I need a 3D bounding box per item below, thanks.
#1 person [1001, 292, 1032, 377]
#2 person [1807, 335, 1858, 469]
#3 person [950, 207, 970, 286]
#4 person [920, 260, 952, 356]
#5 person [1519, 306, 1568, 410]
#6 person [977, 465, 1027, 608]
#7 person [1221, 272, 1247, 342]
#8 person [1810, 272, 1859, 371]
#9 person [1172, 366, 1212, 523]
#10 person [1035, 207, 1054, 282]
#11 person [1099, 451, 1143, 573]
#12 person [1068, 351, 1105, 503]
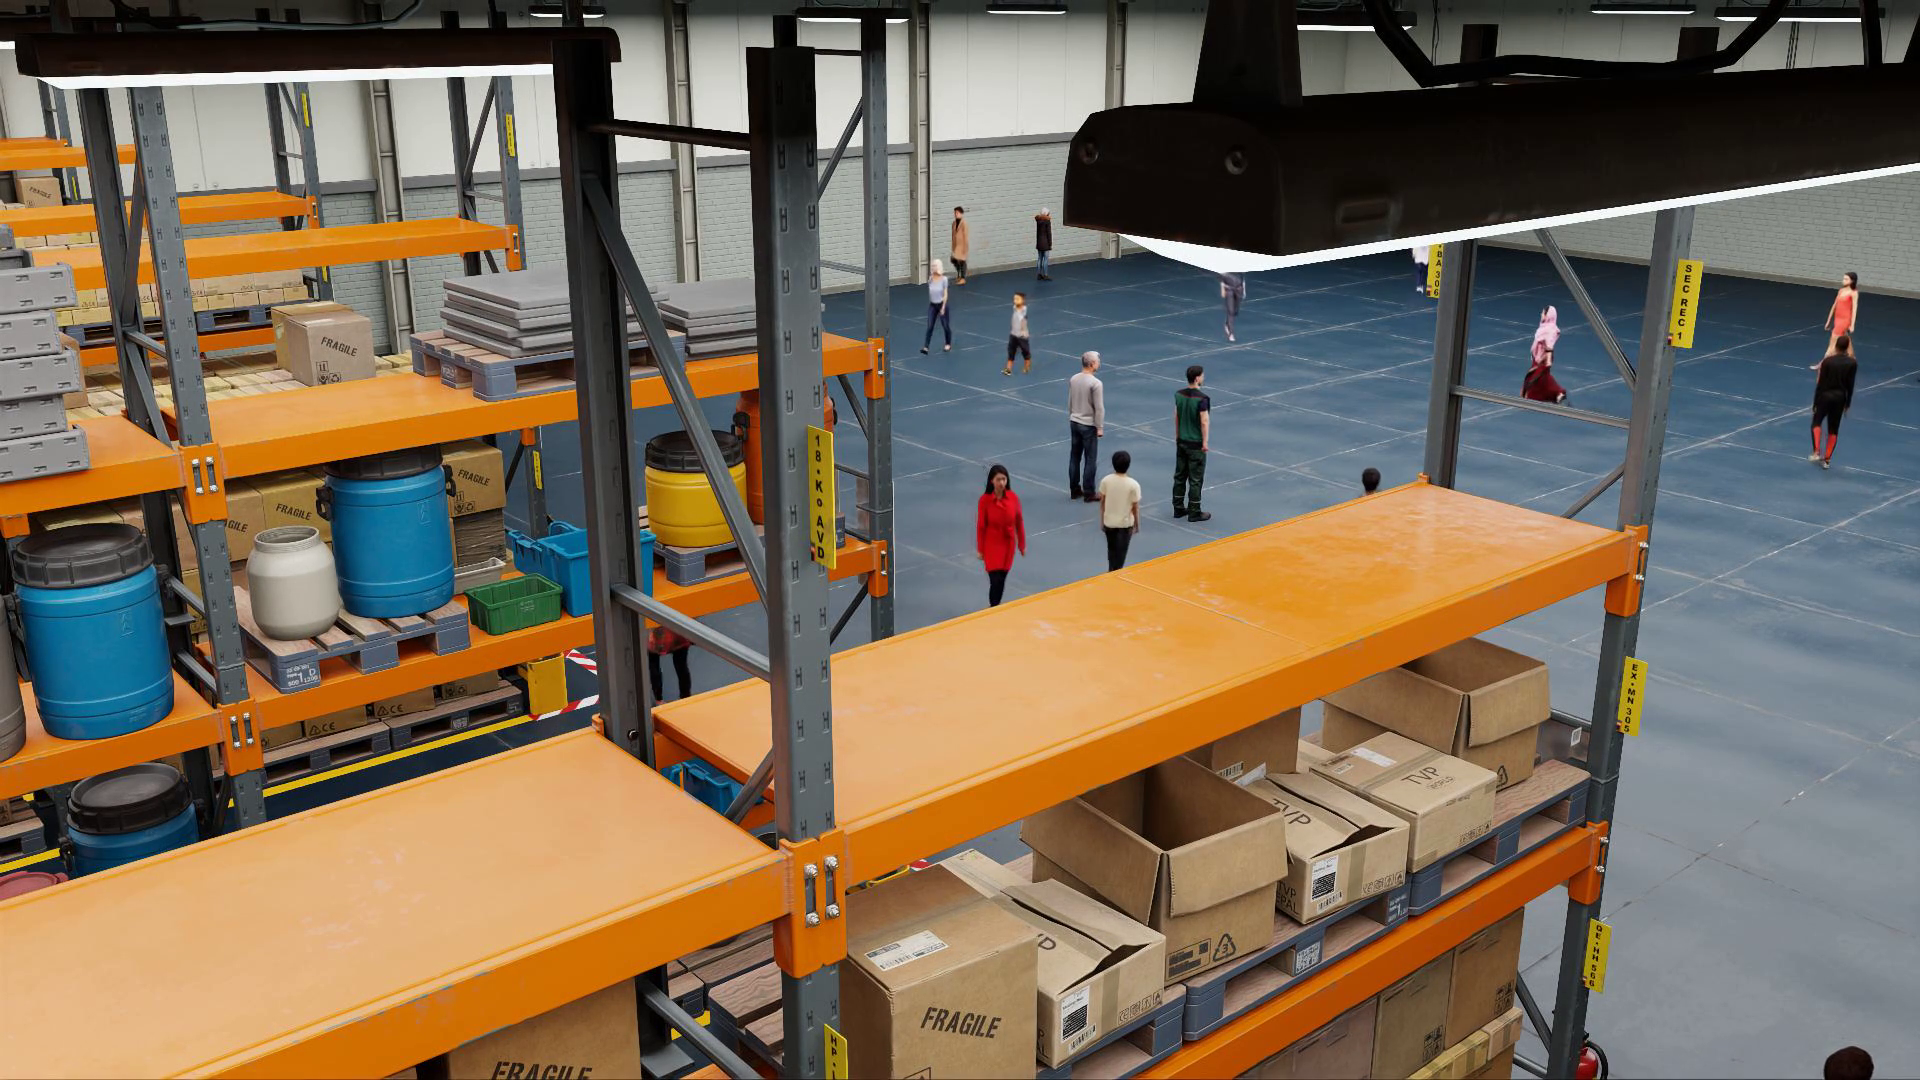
[{"bbox_3d":[1.059,-3.553,28.279,0.784,1.428,1.046,11,21,30],"label":"person"},{"bbox_3d":[11.797,-1.852,22.465,0.789,1.792,0.836,4,18,13],"label":"person"},{"bbox_3d":[0.064,-6.562,37.055,0.693,1.716,0.754,15,23,39],"label":"person"},{"bbox_3d":[-0.323,-4.128,29.660,0.877,1.666,1.207,9,20,26],"label":"person"},{"bbox_3d":[9.081,-2.805,25.691,1.102,1.607,1.062,2,18,8],"label":"person"},{"bbox_3d":[0.360,0.073,16.653,0.778,1.732,0.786,-8,20,-23],"label":"person"},{"bbox_3d":[5.090,-4.641,31.137,1.137,1.727,1.044,-3,18,-9],"label":"person"},{"bbox_3d":[15.074,-3.679,28.268,1.220,1.674,0.982,-3,18,-10],"label":"person"},{"bbox_3d":[2.819,-1.188,20.257,0.560,1.899,0.661,-14,22,-36],"label":"person"},{"bbox_3d":[1.897,-6.705,37.628,0.581,1.633,0.614,-14,22,-36],"label":"person"},{"bbox_3d":[1.655,-0.138,17.562,0.758,1.570,0.831,7,19,20],"label":"person"},{"bbox_3d":[1.585,-1.437,21.019,0.611,1.900,0.718,-14,22,-36],"label":"person"}]
